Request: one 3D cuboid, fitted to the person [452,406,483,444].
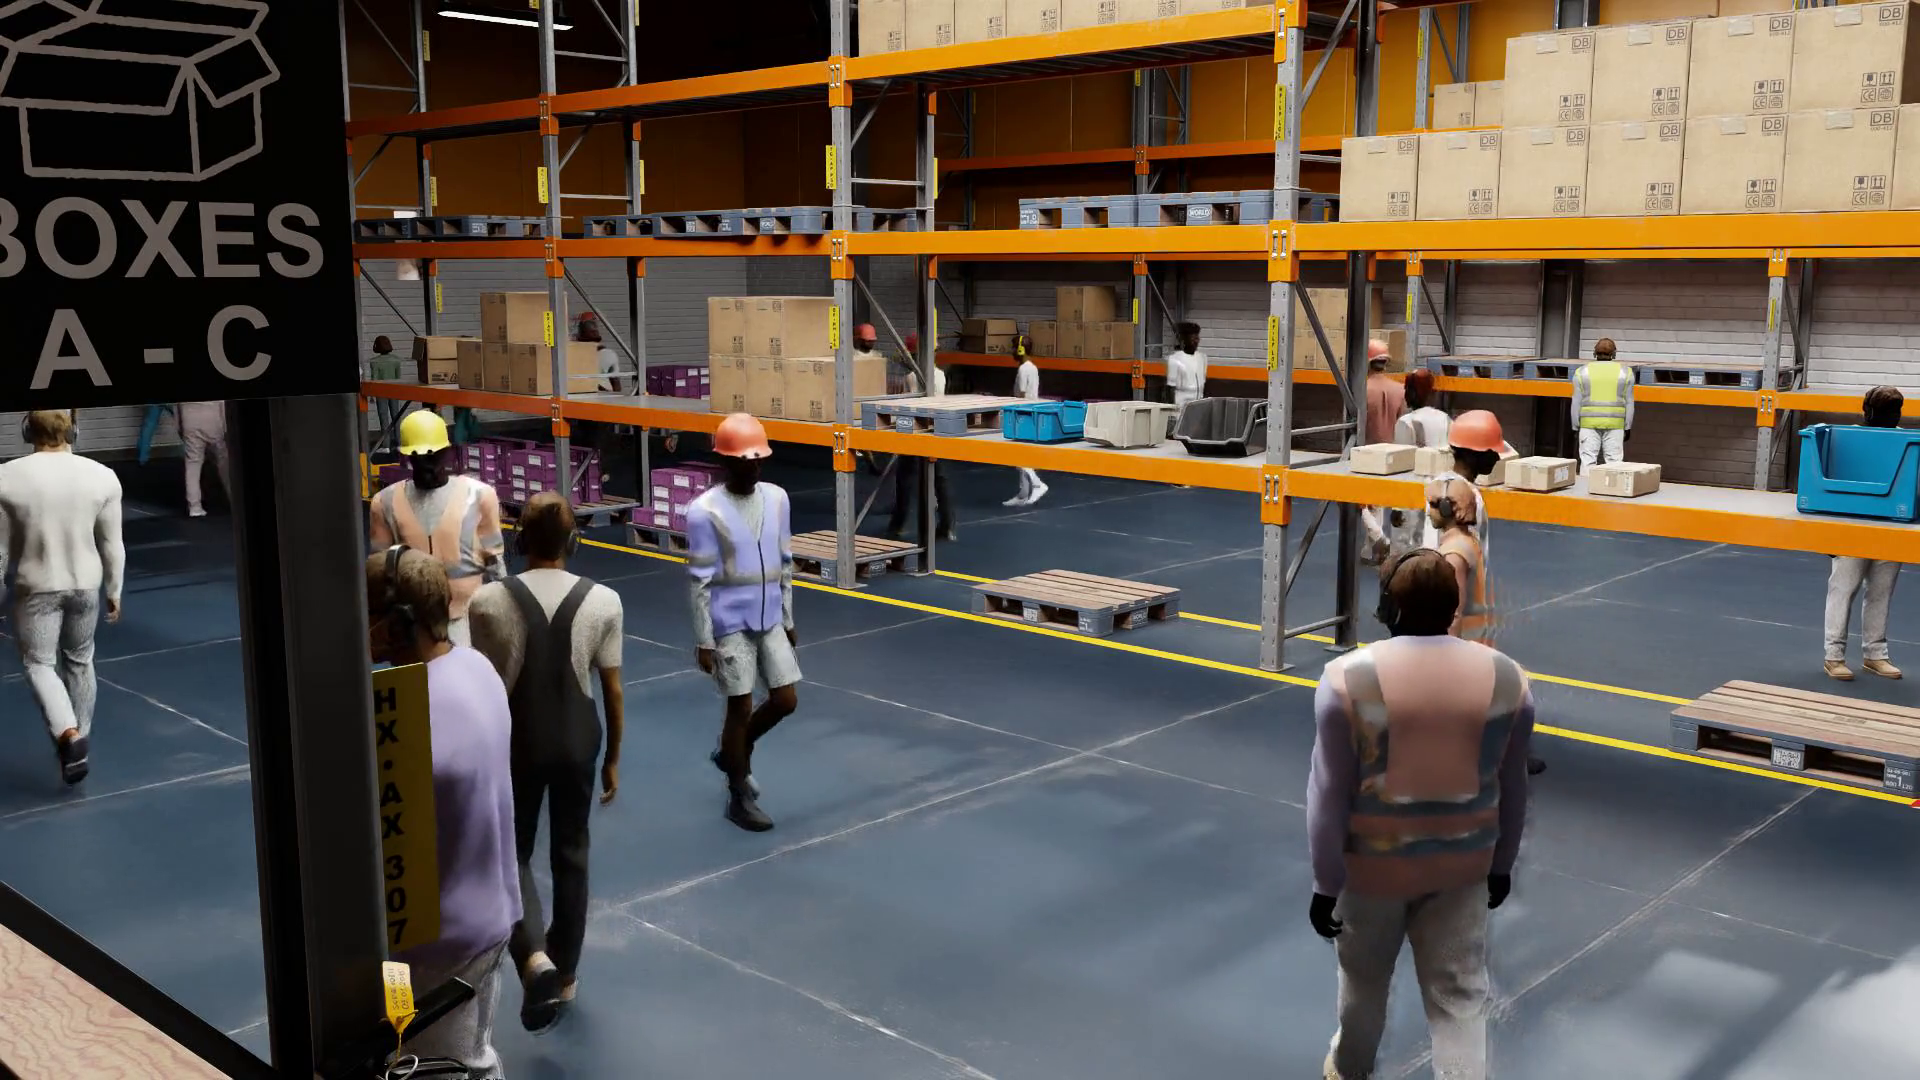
[{"bbox_3d":[-5.978,-1.568,20.181,0.909,1.707,0.581,-4,10,-25],"label":"person"}]

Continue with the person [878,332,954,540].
[{"bbox_3d":[-0.407,-0.982,15.779,0.877,1.959,0.629,7,12,38],"label":"person"}]

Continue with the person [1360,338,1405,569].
[{"bbox_3d":[3.514,-0.705,14.029,0.619,1.977,0.589,-4,10,-23],"label":"person"}]

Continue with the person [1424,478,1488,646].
[{"bbox_3d":[2.157,0.522,7.611,0.633,1.615,0.517,4,10,25],"label":"person"}]

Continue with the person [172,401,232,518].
[{"bbox_3d":[-7.828,-1.192,17.350,0.662,1.866,0.905,0,9,0],"label":"person"}]

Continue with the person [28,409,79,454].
[{"bbox_3d":[-9.606,-1.229,17.607,0.516,1.861,0.317,0,9,-2],"label":"person"}]

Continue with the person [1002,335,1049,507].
[{"bbox_3d":[0.682,-1.264,17.811,0.428,1.856,0.562,2,10,14],"label":"person"}]

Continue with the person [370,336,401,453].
[{"bbox_3d":[-8.002,-2.027,23.177,0.280,1.636,0.500,6,11,31],"label":"person"}]

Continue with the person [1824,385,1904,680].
[{"bbox_3d":[5.697,-0.042,10.384,0.625,1.844,0.429,-1,9,-8],"label":"person"}]

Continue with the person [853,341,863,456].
[{"bbox_3d":[-1.520,-1.933,22.627,0.496,1.629,0.277,-8,12,-39],"label":"person"}]

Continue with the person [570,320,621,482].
[{"bbox_3d":[-4.351,-1.643,19.584,0.699,2.000,0.967,2,9,9],"label":"person"}]

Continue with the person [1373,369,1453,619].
[{"bbox_3d":[3.313,-0.290,11.850,0.578,1.865,0.685,-7,12,-37],"label":"person"}]

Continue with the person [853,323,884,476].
[{"bbox_3d":[-1.236,-1.757,20.727,0.558,1.903,0.851,-9,13,-44],"label":"person"}]

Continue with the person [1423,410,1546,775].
[{"bbox_3d":[2.439,0.285,8.278,0.994,1.883,0.552,0,9,2],"label":"person"}]

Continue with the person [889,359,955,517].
[{"bbox_3d":[-0.376,-1.098,17.133,0.848,1.729,0.536,3,10,18],"label":"person"}]

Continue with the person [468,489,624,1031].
[{"bbox_3d":[-1.375,0.753,5.572,0.551,1.821,0.641,-3,10,-20],"label":"person"}]

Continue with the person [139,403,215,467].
[{"bbox_3d":[-10.272,-1.831,21.564,0.632,1.774,0.832,5,10,27],"label":"person"}]

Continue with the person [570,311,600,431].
[{"bbox_3d":[-5.802,-2.554,25.548,0.682,1.922,0.547,-6,11,-32],"label":"person"}]

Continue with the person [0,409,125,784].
[{"bbox_3d":[-4.497,0.254,8.328,0.632,1.919,0.831,-8,13,-42],"label":"person"}]

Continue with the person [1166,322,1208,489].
[{"bbox_3d":[2.662,-1.548,19.283,0.630,1.942,0.575,-6,11,-33],"label":"person"}]

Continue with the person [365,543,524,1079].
[{"bbox_3d":[-1.265,0.961,3.963,0.418,1.932,0.652,0,9,1],"label":"person"}]

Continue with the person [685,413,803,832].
[{"bbox_3d":[-0.997,0.368,7.624,0.562,1.918,0.465,-8,13,-42],"label":"person"}]

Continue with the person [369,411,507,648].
[{"bbox_3d":[-2.435,0.355,7.722,0.630,1.904,0.588,0,9,-2],"label":"person"}]

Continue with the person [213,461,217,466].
[{"bbox_3d":[-9.590,-1.811,21.671,0.318,1.696,0.535,1,9,4],"label":"person"}]

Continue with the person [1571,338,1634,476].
[{"bbox_3d":[6.713,-1.188,17.406,0.619,1.845,0.429,3,10,19],"label":"person"}]

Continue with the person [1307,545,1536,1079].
[{"bbox_3d":[1.284,0.910,4.691,0.648,1.801,0.971,0,9,-2],"label":"person"}]
